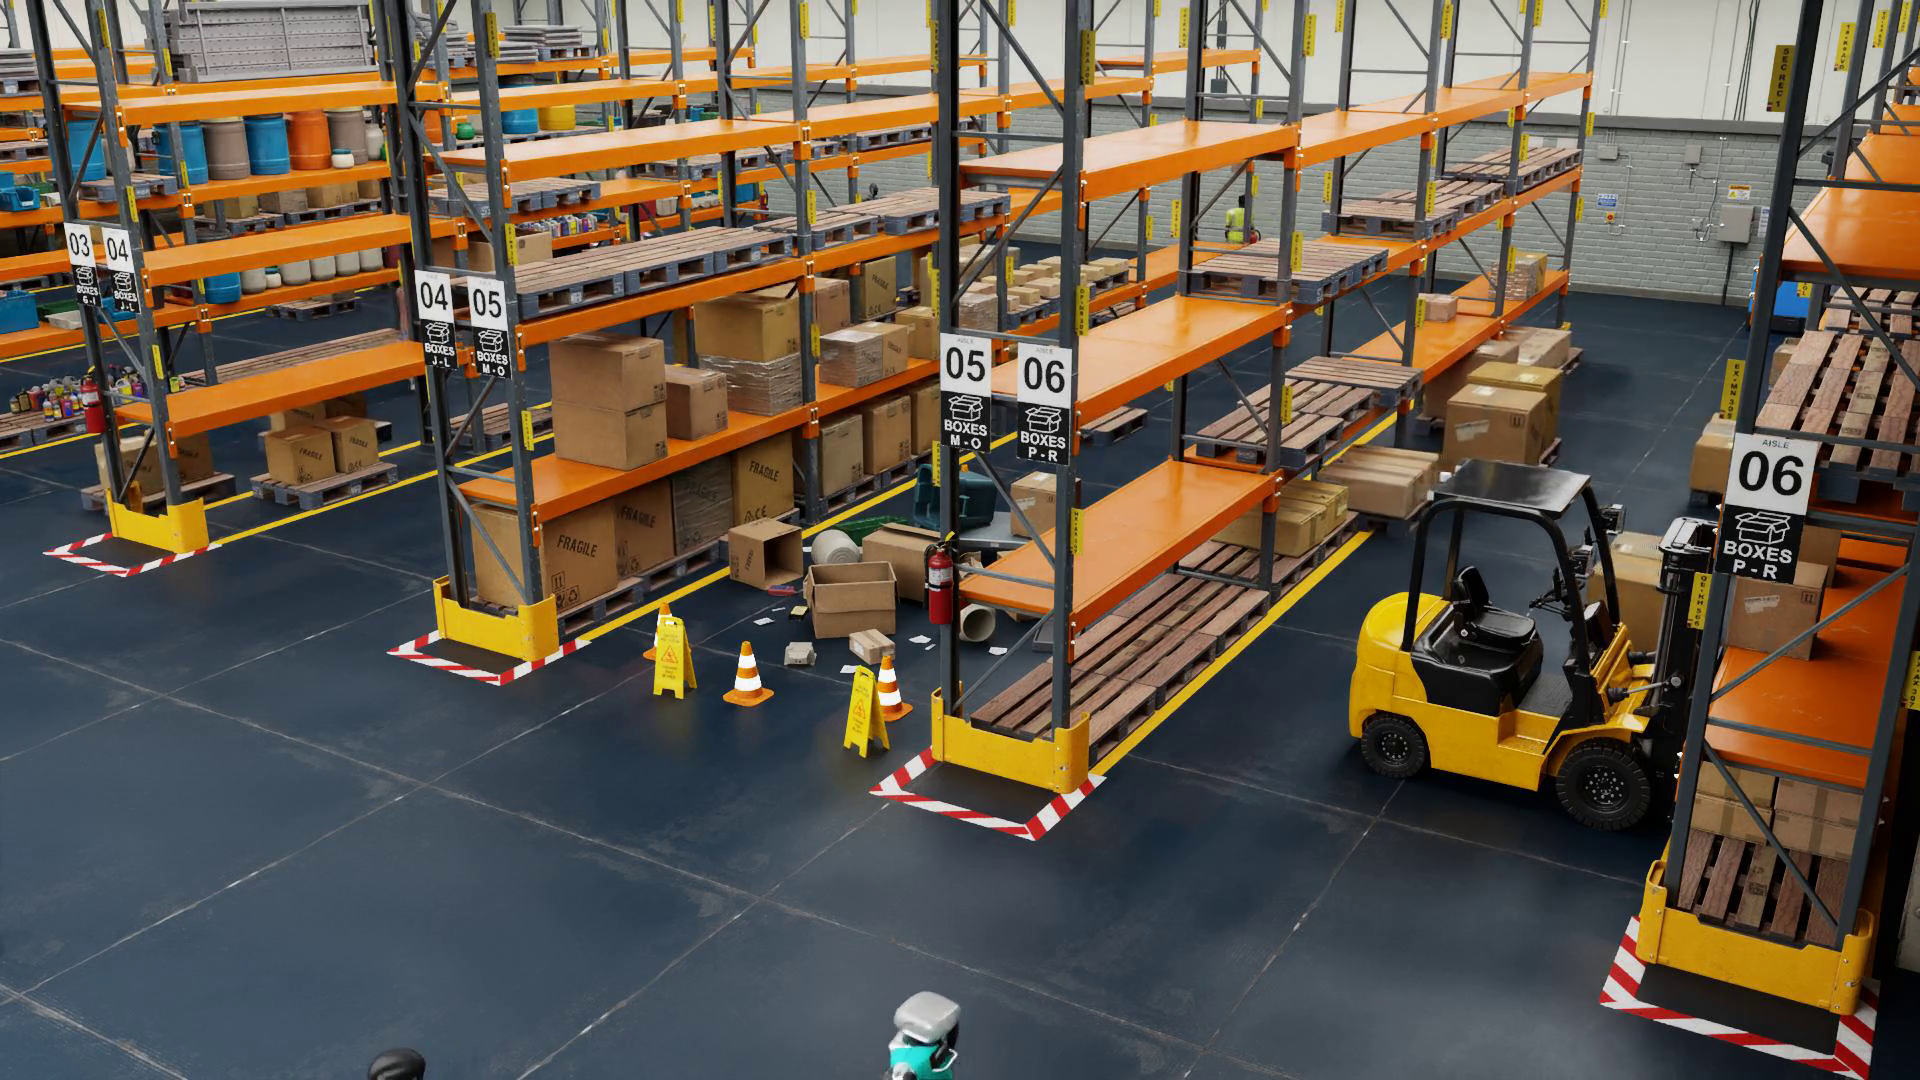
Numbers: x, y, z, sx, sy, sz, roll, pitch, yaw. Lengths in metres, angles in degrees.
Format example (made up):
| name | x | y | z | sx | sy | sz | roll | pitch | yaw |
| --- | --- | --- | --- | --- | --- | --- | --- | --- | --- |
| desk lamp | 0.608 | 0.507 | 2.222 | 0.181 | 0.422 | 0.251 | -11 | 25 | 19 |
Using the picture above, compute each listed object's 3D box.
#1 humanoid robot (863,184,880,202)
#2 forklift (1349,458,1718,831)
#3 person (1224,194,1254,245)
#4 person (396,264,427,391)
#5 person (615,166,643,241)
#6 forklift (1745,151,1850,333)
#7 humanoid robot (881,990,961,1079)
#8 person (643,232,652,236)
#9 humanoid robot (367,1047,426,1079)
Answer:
| name | x | y | z | sx | sy | sz | roll | pitch | yaw |
| --- | --- | --- | --- | --- | --- | --- | --- | --- | --- |
| humanoid robot | -1.665 | -6.005 | 31.895 | 0.603 | 1.624 | 0.794 | -14 | 23 | -34 |
| forklift | 3.988 | 0.658 | 11.776 | 2.313 | 2.155 | 1.214 | 11 | 22 | 29 |
| person | 5.085 | -5.519 | 30.464 | 0.571 | 1.649 | 0.524 | -2 | 19 | -7 |
| person | -7.438 | -2.909 | 22.740 | 0.548 | 1.748 | 0.416 | 12 | 23 | 32 |
| person | -7.060 | -7.165 | 35.082 | 0.523 | 1.736 | 0.988 | -17 | 25 | -40 |
| forklift | 13.620 | -4.667 | 26.137 | 1.873 | 2.768 | 1.129 | 11 | 22 | 29 |
| humanoid robot | 0.073 | 2.682 | 6.648 | 0.772 | 1.792 | 0.582 | 7 | 20 | 19 |
| person | -7.023 | -7.395 | 35.873 | 0.698 | 1.663 | 0.498 | 4 | 20 | 12 |
| humanoid robot | -2.053 | 2.727 | 6.602 | 0.581 | 1.640 | 0.587 | -7 | 20 | -20 |
